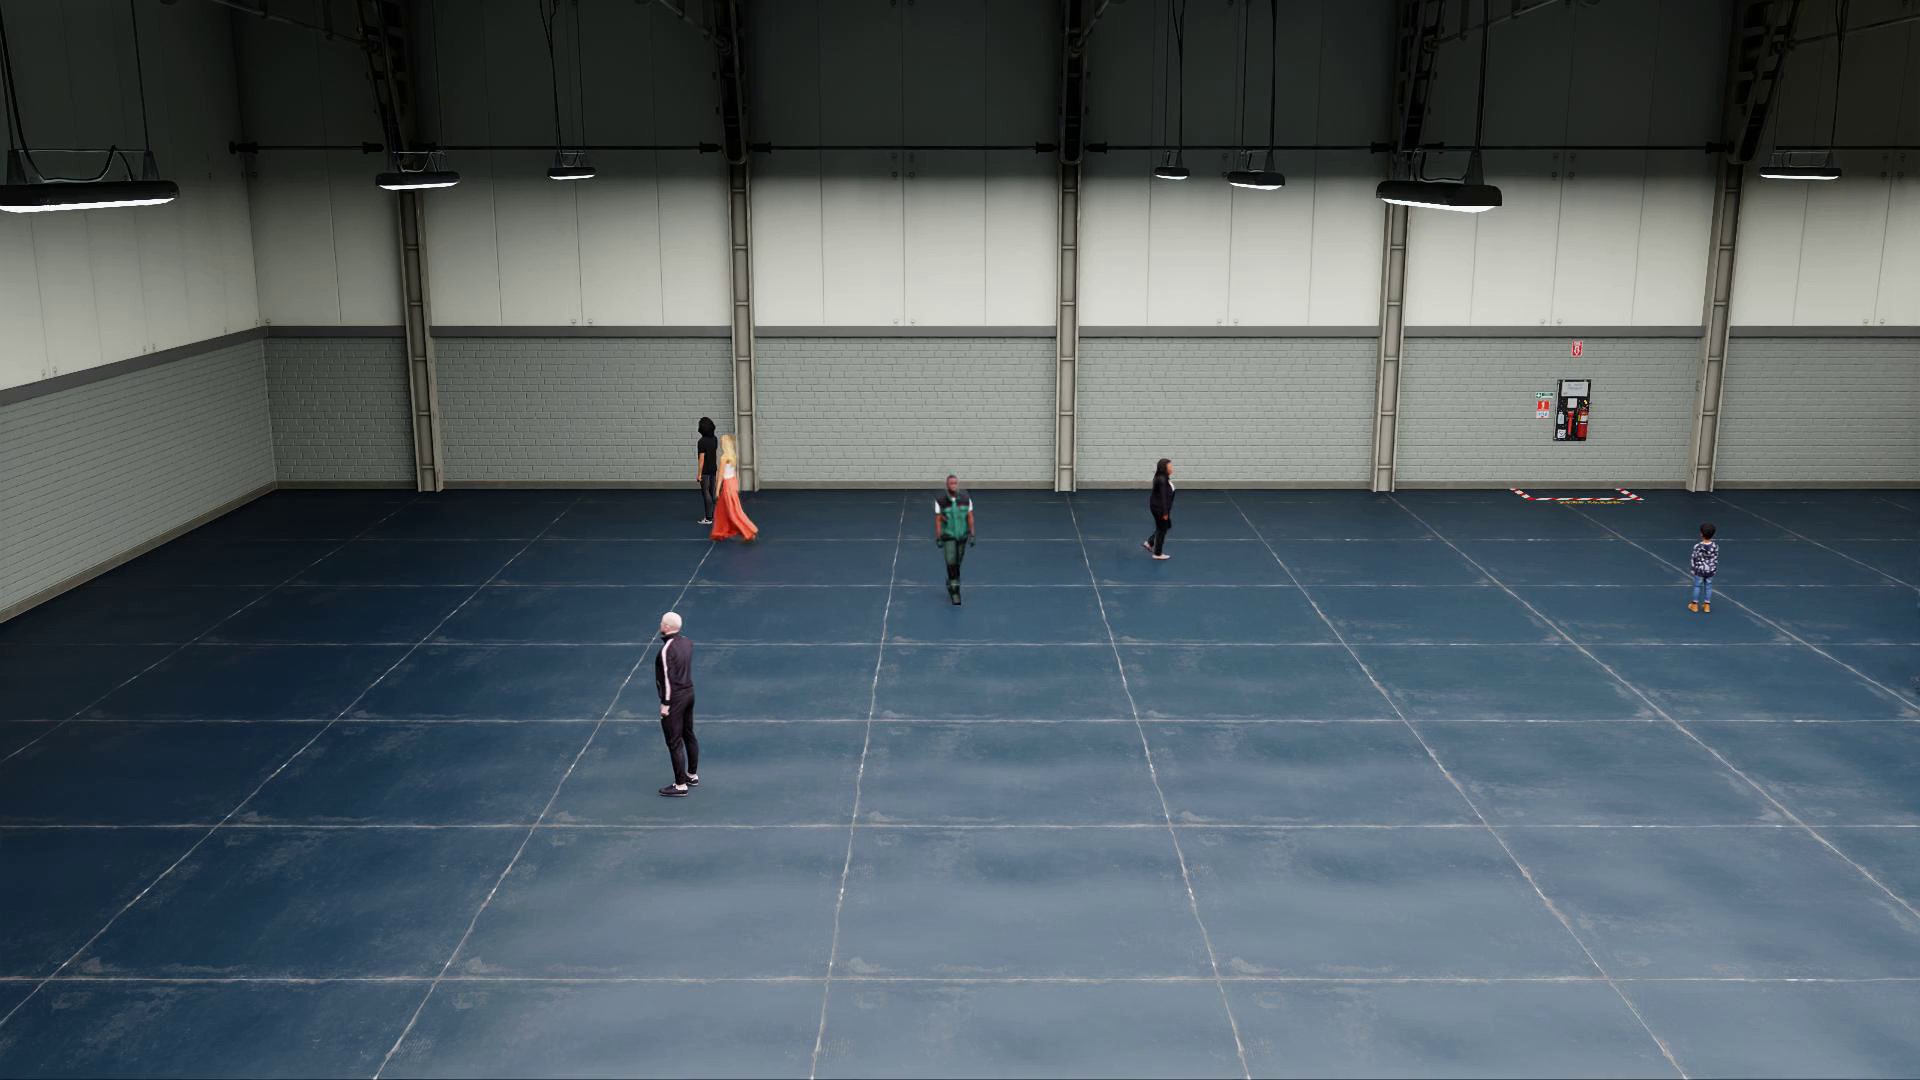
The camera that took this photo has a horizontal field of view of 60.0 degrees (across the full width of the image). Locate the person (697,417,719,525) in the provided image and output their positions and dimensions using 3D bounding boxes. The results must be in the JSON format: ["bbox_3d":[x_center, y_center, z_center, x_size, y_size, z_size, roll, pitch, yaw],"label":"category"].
[{"bbox_3d":[-4.319,-1.212,28.519,0.706,1.836,0.711,7,15,28],"label":"person"}]

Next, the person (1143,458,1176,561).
[{"bbox_3d":[3.046,-0.474,25.846,0.699,1.603,0.659,0,13,2],"label":"person"}]

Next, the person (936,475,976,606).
[{"bbox_3d":[-0.087,-0.015,23.446,1.223,1.793,0.972,-4,14,-15],"label":"person"}]

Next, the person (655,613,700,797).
[{"bbox_3d":[-2.773,1.600,16.376,0.699,1.836,0.747,4,14,18],"label":"person"}]

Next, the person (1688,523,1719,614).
[{"bbox_3d":[10.278,0.375,22.962,0.466,1.252,0.579,2,13,8],"label":"person"}]

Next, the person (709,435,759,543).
[{"bbox_3d":[-3.639,-0.792,26.837,1.184,1.776,0.818,3,13,14],"label":"person"}]
